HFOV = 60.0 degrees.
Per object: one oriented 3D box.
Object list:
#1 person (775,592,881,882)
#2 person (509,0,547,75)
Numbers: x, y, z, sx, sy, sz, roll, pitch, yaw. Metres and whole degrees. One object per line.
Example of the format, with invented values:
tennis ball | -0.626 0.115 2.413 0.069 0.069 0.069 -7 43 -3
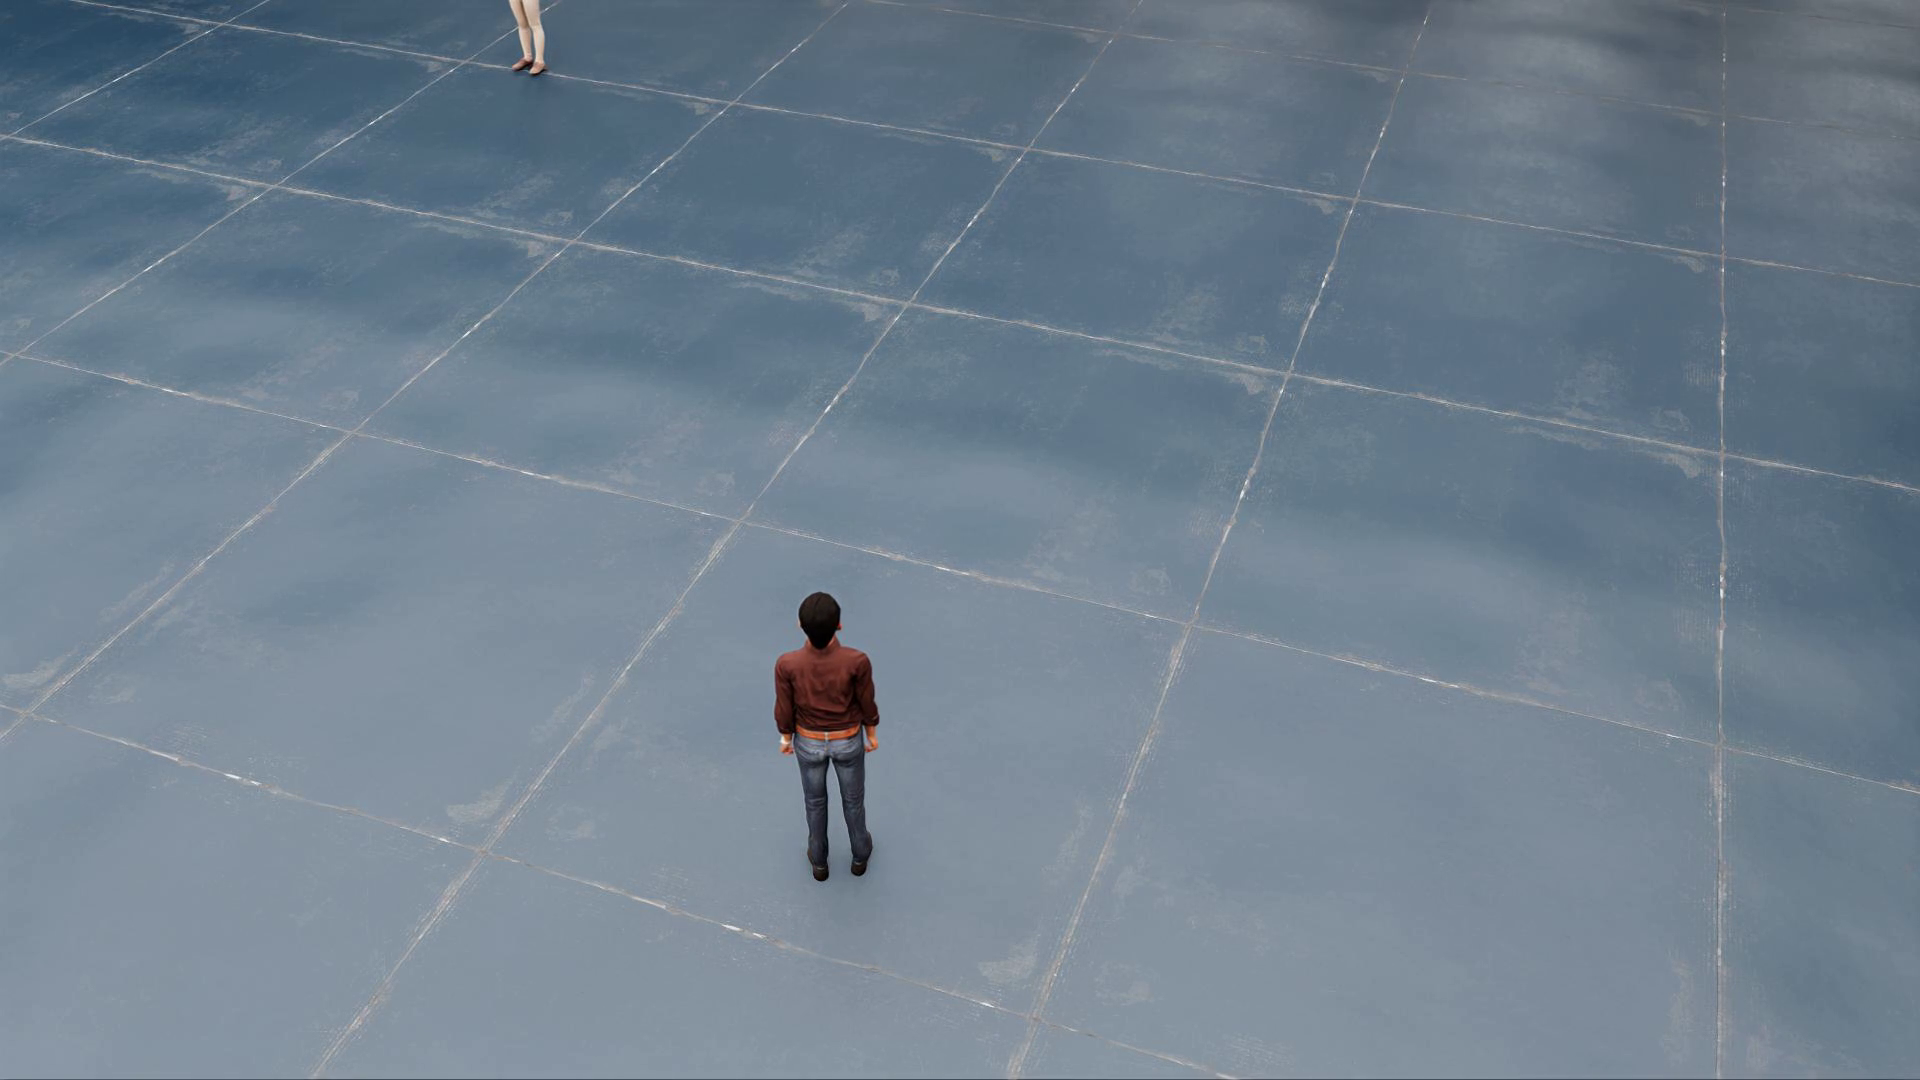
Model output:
person | -0.625 0.962 7.983 0.714 1.782 0.681 -3 38 -4
person | -4.273 -5.427 16.255 0.647 1.652 0.581 13 40 16
